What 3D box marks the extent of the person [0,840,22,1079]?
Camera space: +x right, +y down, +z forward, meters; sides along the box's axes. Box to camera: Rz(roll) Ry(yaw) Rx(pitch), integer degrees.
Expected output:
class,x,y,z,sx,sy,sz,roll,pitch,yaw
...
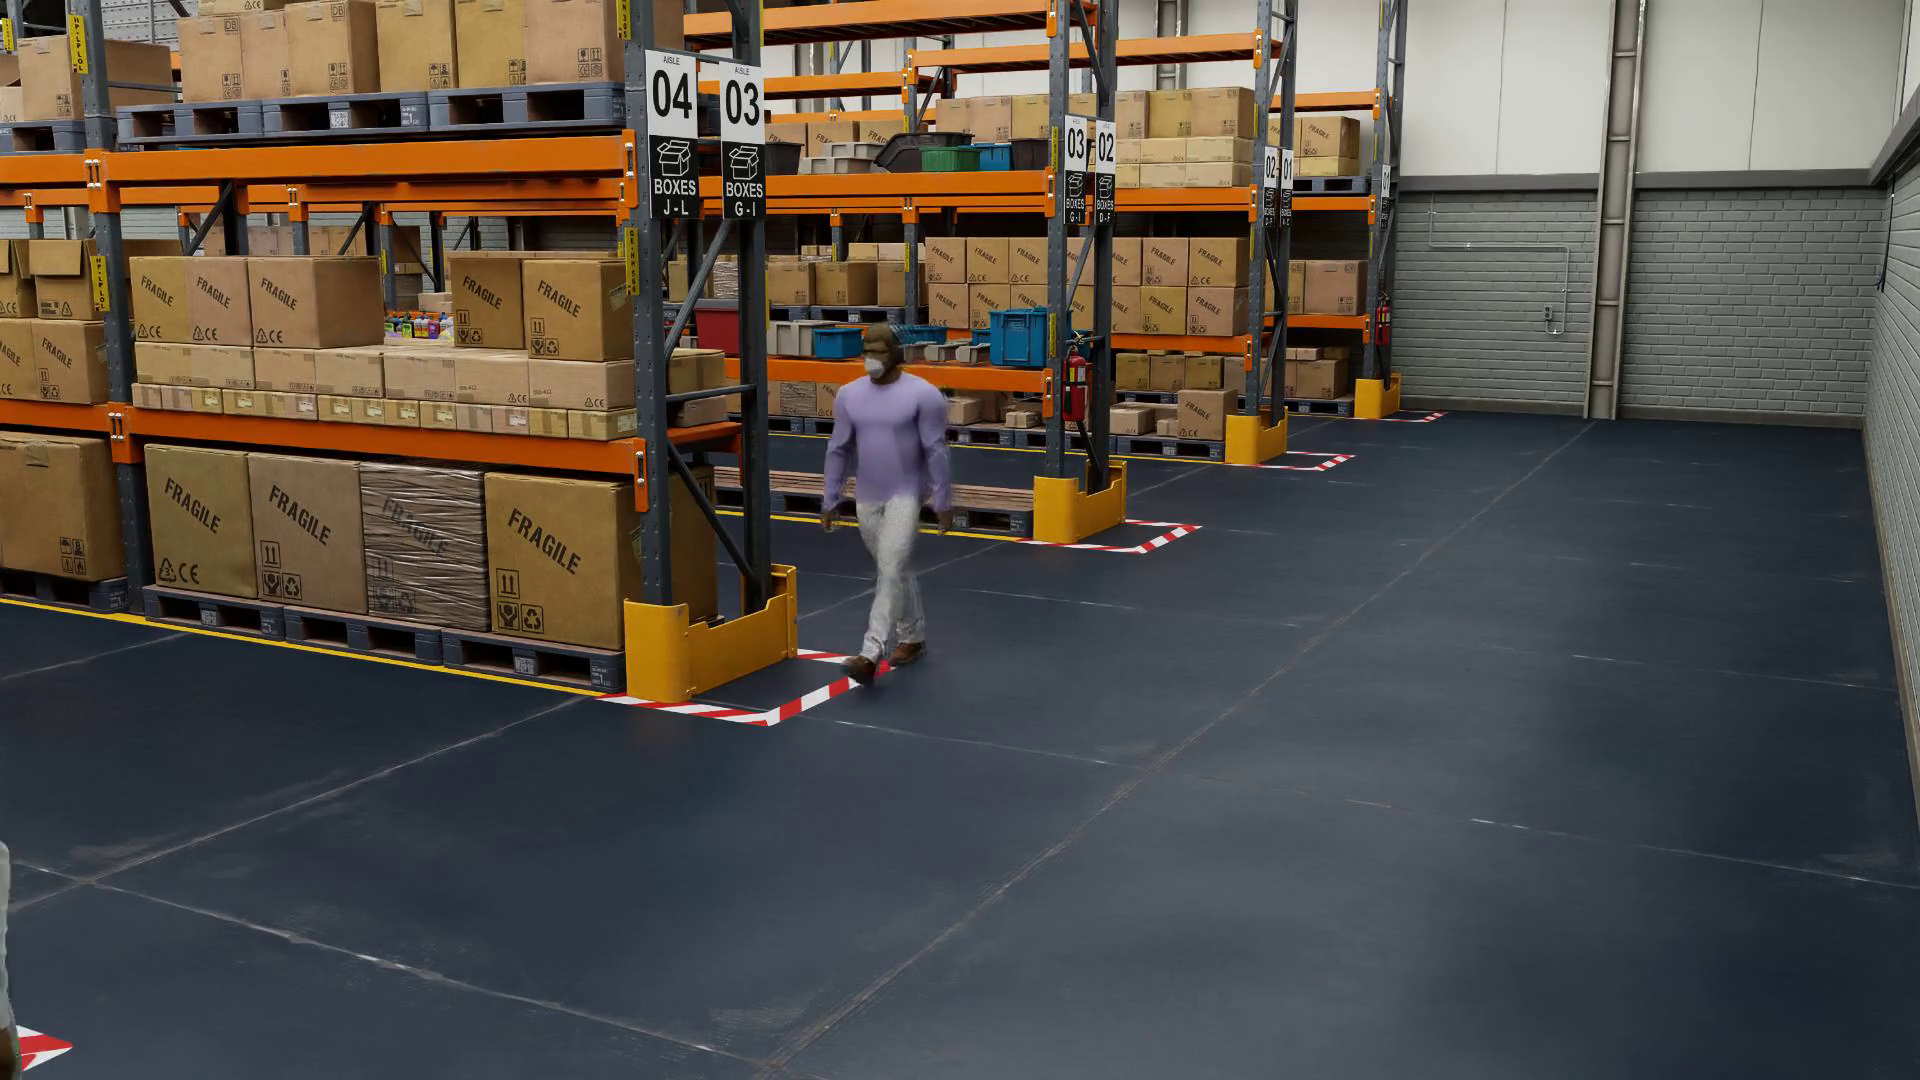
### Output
class,x,y,z,sx,sy,sz,roll,pitch,yaw
person,-2.064,0.850,3.069,0.676,1.913,0.609,4,11,20

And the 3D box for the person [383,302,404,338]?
class,x,y,z,sx,sy,sz,roll,pitch,yaw
person,-4.899,-1.110,13.973,0.385,1.832,0.561,9,14,40

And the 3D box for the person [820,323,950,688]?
class,x,y,z,sx,sy,sz,roll,pitch,yaw
person,-0.438,-0.188,8.772,0.659,1.884,1.012,5,12,27

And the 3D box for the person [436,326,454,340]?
class,x,y,z,sx,sy,sz,roll,pitch,yaw
person,-4.121,-1.143,14.118,0.430,1.845,0.619,7,13,35
